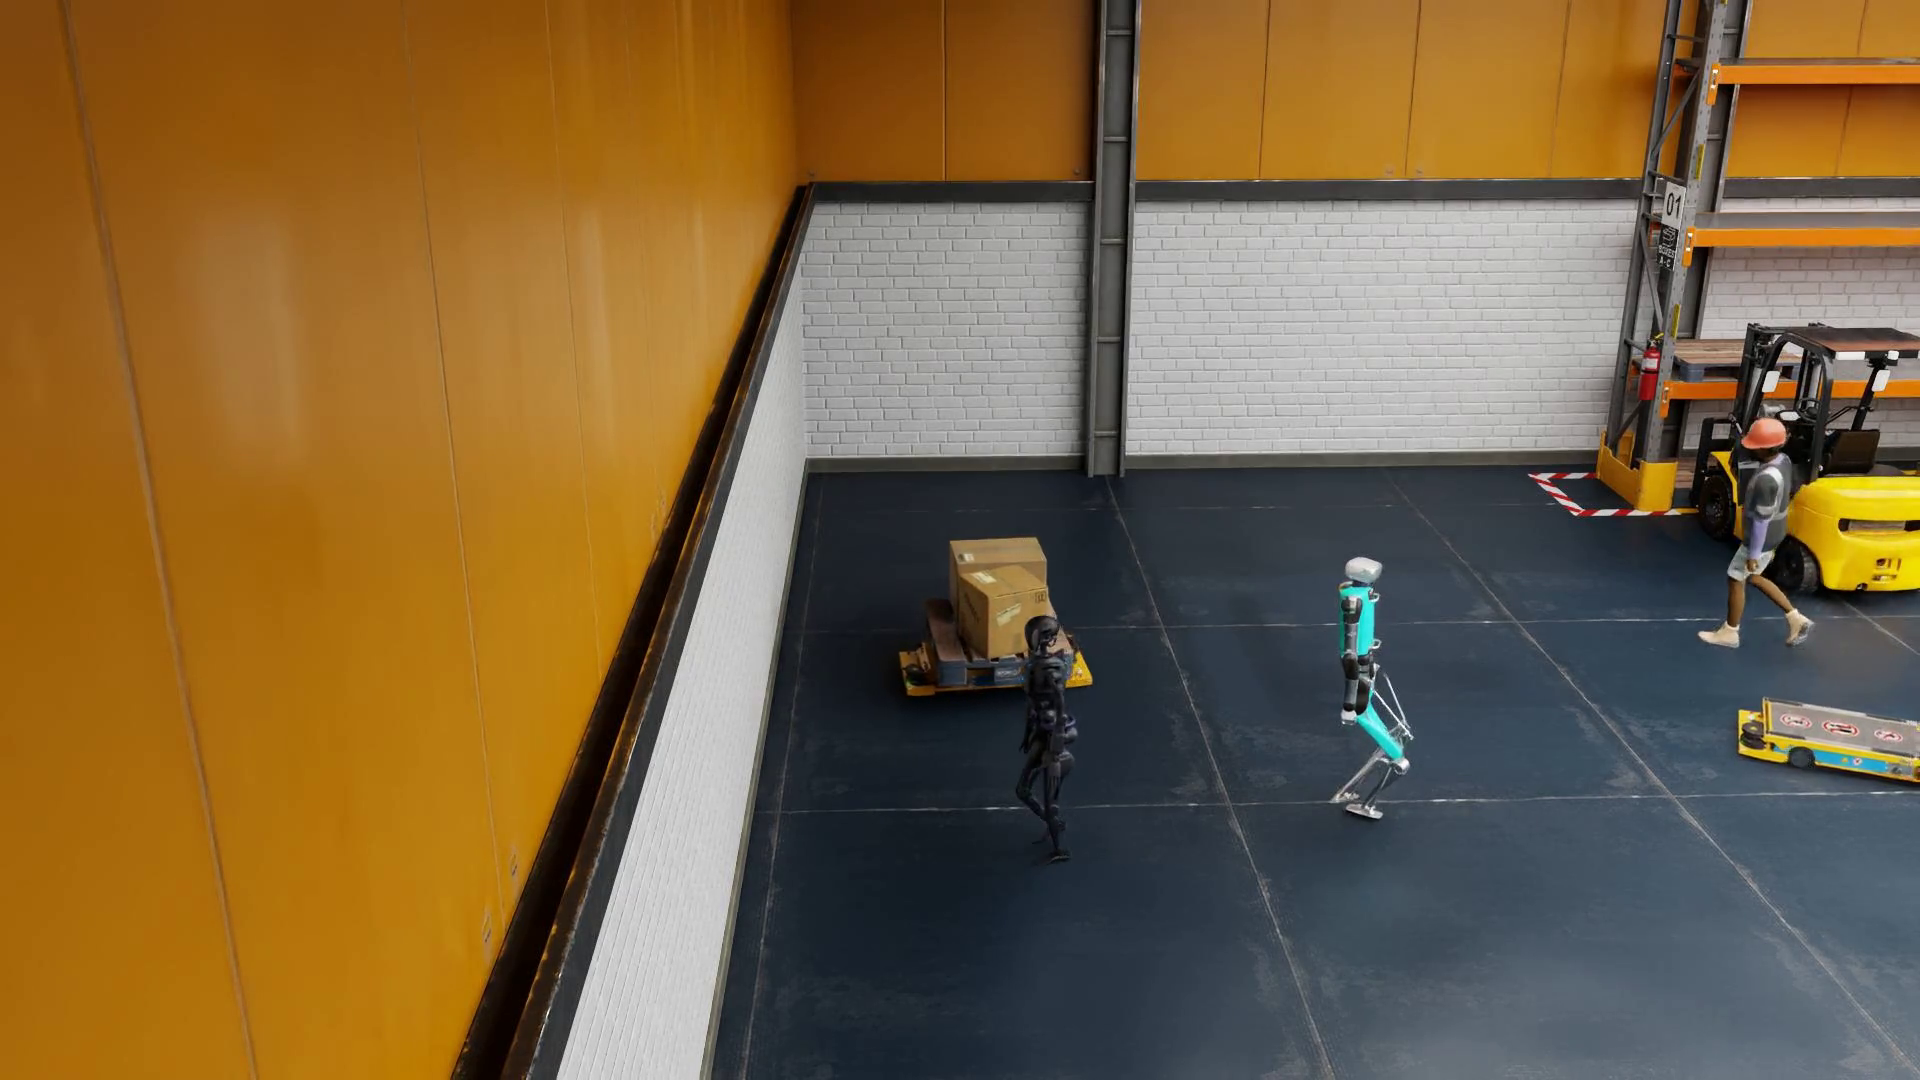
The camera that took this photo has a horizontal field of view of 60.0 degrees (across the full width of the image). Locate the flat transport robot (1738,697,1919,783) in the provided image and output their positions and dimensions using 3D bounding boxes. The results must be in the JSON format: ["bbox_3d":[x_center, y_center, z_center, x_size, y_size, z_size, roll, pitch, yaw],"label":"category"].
[{"bbox_3d":[6.254,1.431,11.674,1.431,0.231,0.659,9,22,22],"label":"flat transport robot"}]

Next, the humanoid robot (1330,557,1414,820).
[{"bbox_3d":[2.728,1.003,10.709,0.683,1.786,0.565,8,22,21],"label":"humanoid robot"}]

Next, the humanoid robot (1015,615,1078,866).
[{"bbox_3d":[0.549,1.234,10.182,0.353,1.646,0.590,-7,21,-17],"label":"humanoid robot"}]

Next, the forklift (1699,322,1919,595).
[{"bbox_3d":[7.809,-0.792,14.926,1.214,2.155,2.313,-1,20,-2],"label":"forklift"}]

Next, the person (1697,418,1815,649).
[{"bbox_3d":[6.357,-0.007,13.084,0.766,2.001,0.667,16,25,36],"label":"person"}]

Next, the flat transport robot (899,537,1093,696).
[{"bbox_3d":[0.266,0.960,12.949,1.431,0.231,0.659,-3,20,-7],"label":"flat transport robot"}]
